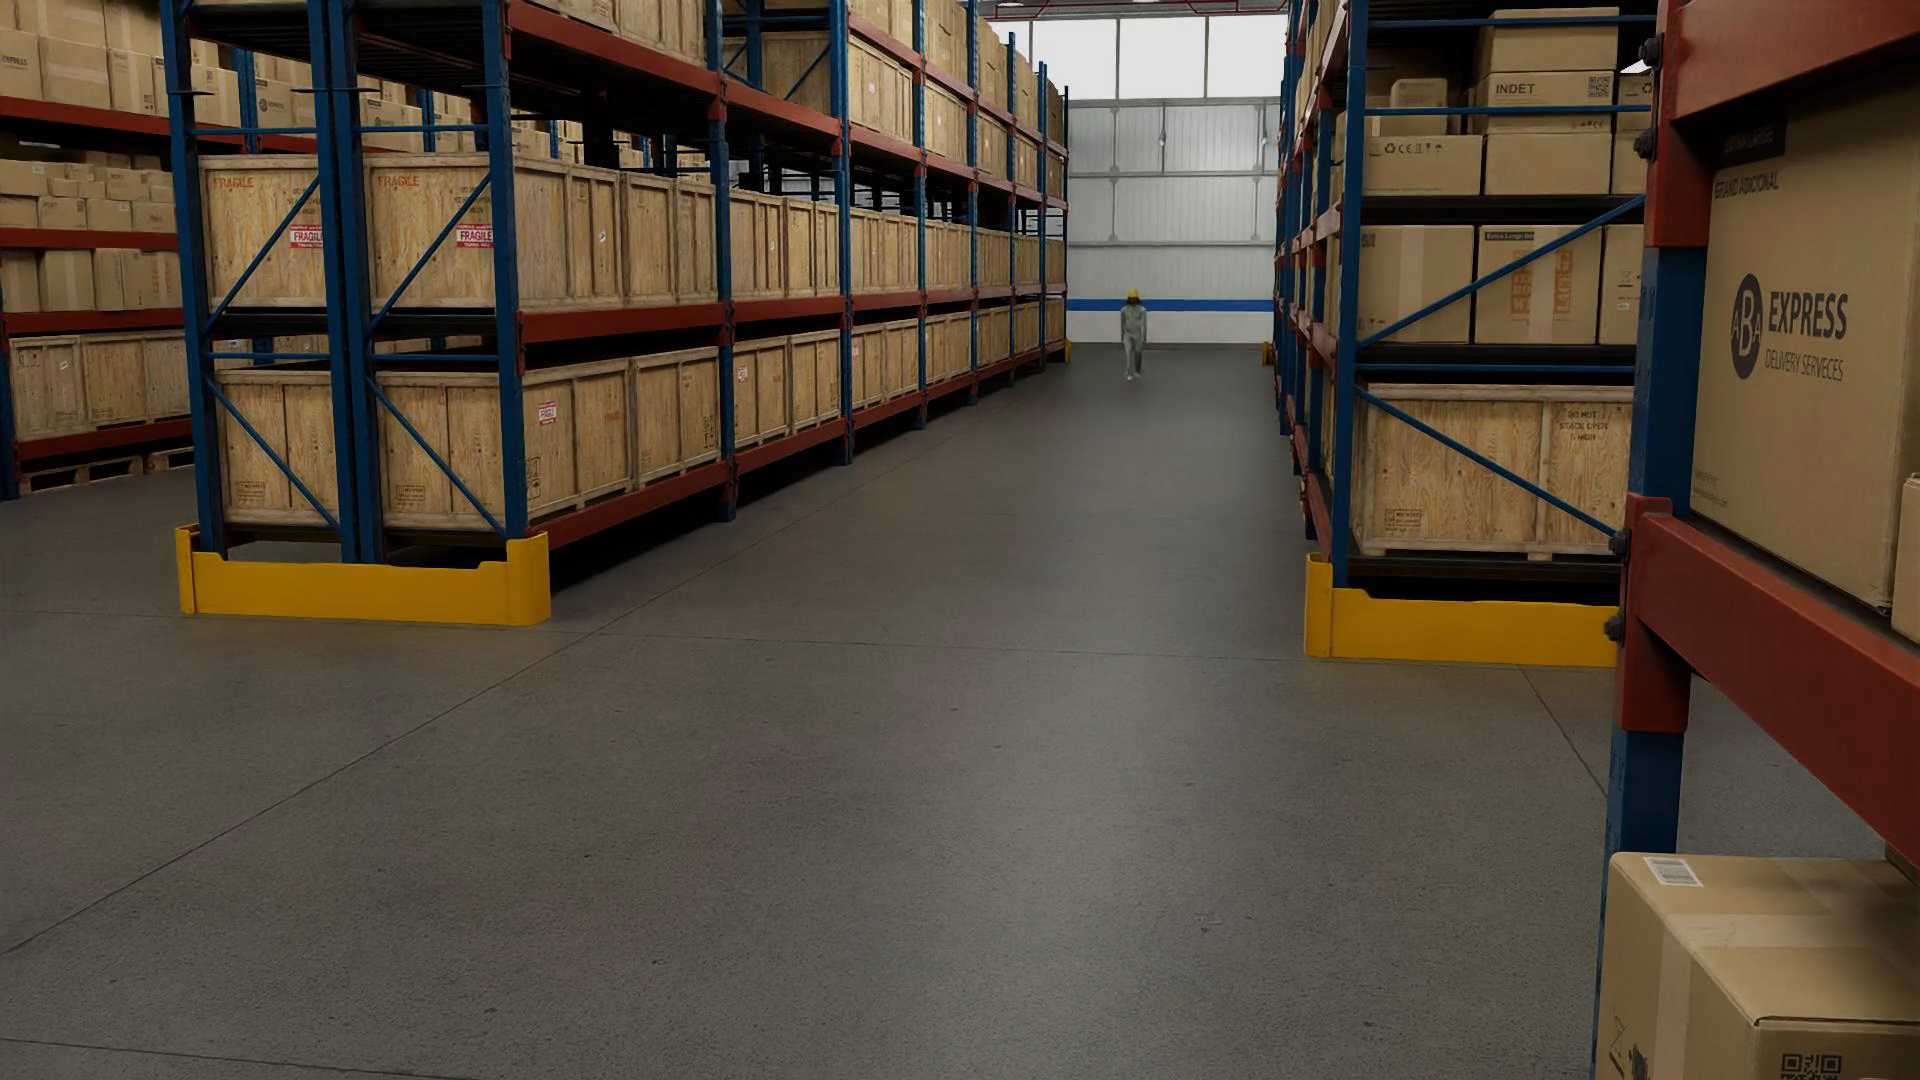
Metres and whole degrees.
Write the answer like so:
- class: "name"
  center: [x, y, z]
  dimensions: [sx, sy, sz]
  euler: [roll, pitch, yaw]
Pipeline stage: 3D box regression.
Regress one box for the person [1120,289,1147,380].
- class: "person"
  center: [3.271, -3.876, 31.348]
  dimensions: [0.490, 1.718, 0.753]
  euler: [1, 9, 7]
